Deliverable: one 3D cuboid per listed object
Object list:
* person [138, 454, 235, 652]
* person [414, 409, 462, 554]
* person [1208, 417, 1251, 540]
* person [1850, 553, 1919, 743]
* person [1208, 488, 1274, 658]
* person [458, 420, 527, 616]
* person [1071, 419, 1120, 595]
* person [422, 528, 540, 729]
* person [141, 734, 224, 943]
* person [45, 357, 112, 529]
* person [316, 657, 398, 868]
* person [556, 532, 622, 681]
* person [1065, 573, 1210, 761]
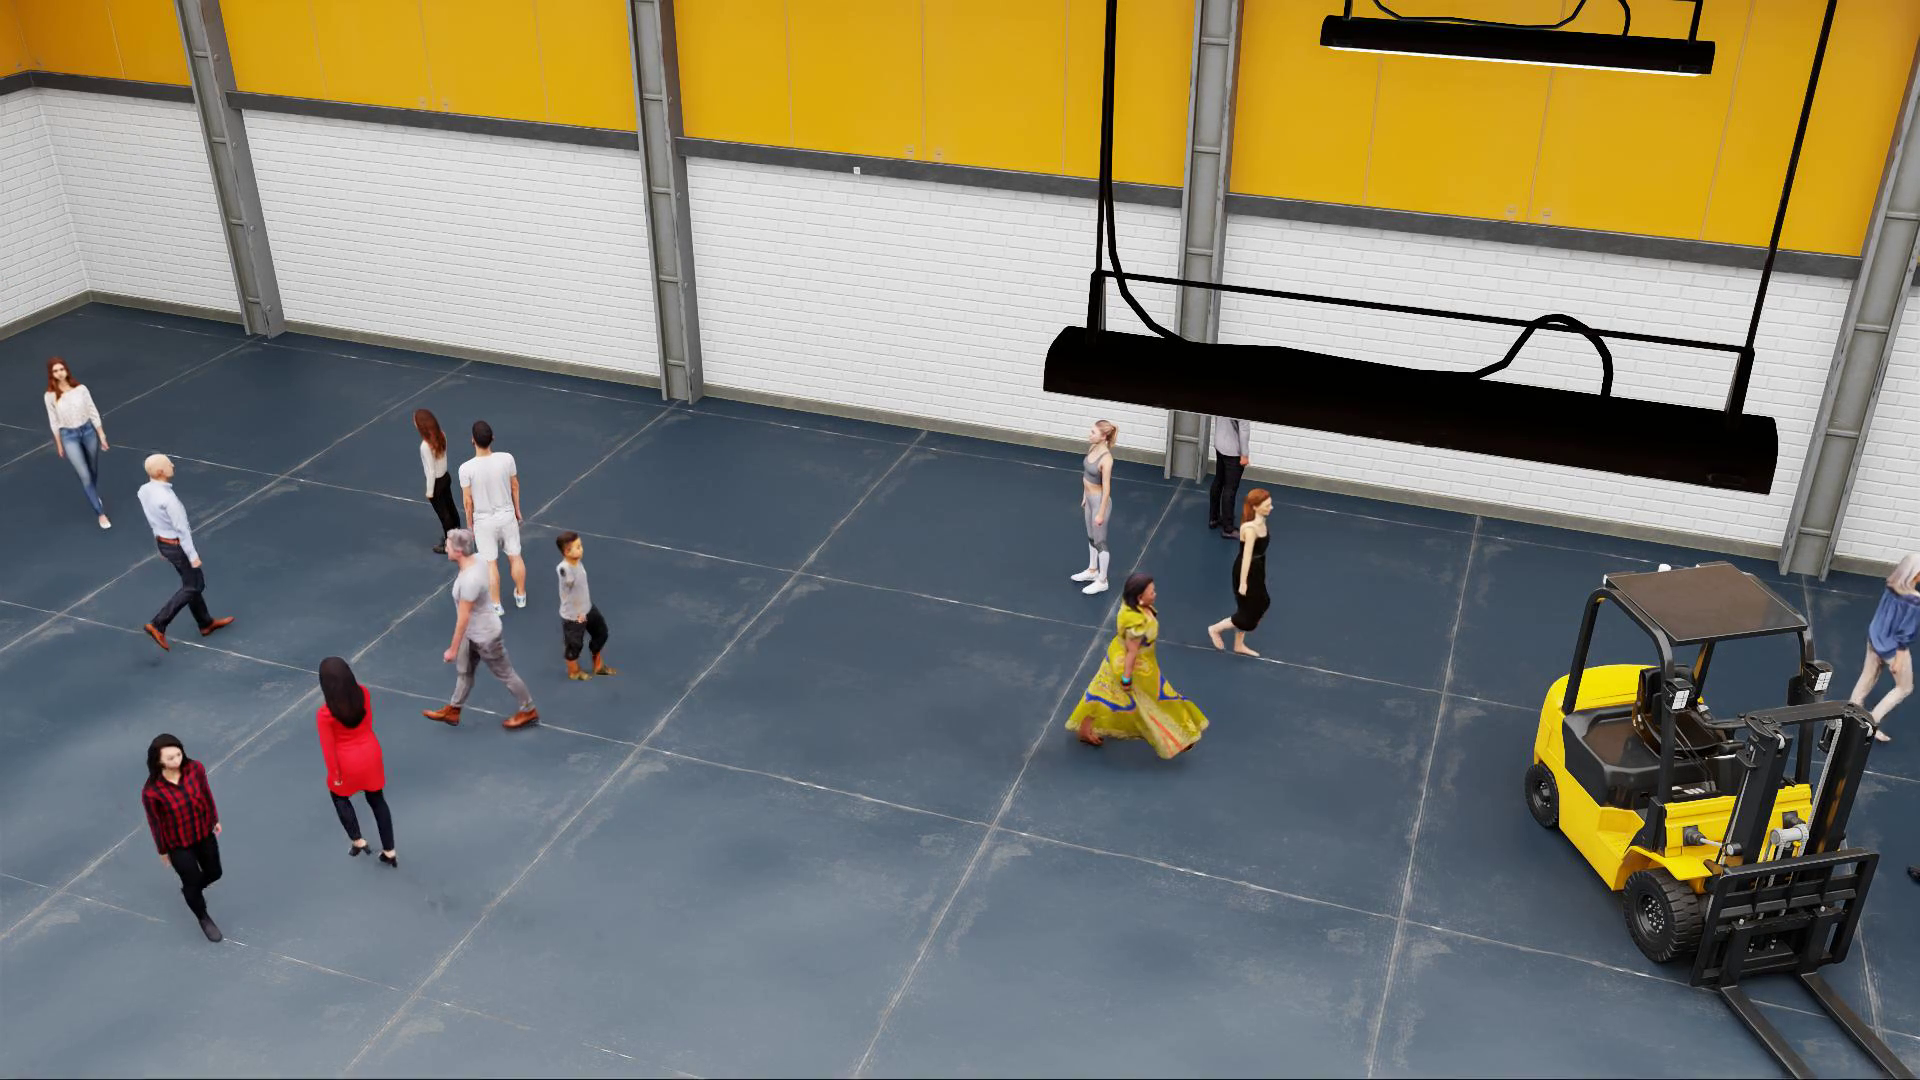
[{"bbox_3d":[-6.806,0.128,14.317,1.056,1.776,0.958,23,36,35],"label":"person"},{"bbox_3d":[-4.983,-0.570,15.903,0.530,1.483,0.586,4,29,7],"label":"person"},{"bbox_3d":[2.617,-0.940,16.122,0.870,1.923,0.836,-9,30,-17],"label":"person"},{"bbox_3d":[7.216,0.855,13.077,0.711,1.687,0.706,0,29,0],"label":"person"},{"bbox_3d":[2.383,0.283,14.206,0.758,1.611,0.617,13,31,22],"label":"person"},{"bbox_3d":[-4.155,-0.202,14.838,0.766,1.855,0.778,-19,34,-31],"label":"person"},{"bbox_3d":[1.264,-0.322,15.218,0.710,1.703,0.662,-9,30,-16],"label":"person"},{"bbox_3d":[-3.679,0.741,13.196,1.250,1.773,1.121,-9,30,-16],"label":"person"},{"bbox_3d":[-5.212,1.953,11.110,0.760,1.643,0.685,20,35,32],"label":"person"},{"bbox_3d":[-8.751,-1.014,16.515,0.976,1.676,1.184,-20,34,-32],"label":"person"},{"bbox_3d":[-4.177,1.598,11.667,0.756,1.733,0.712,21,35,34],"label":"person"},{"bbox_3d":[-3.279,0.527,13.930,0.734,1.447,0.672,3,29,6],"label":"person"},{"bbox_3d":[1.241,0.998,12.906,1.443,1.599,1.028,1,29,1],"label":"person"}]
